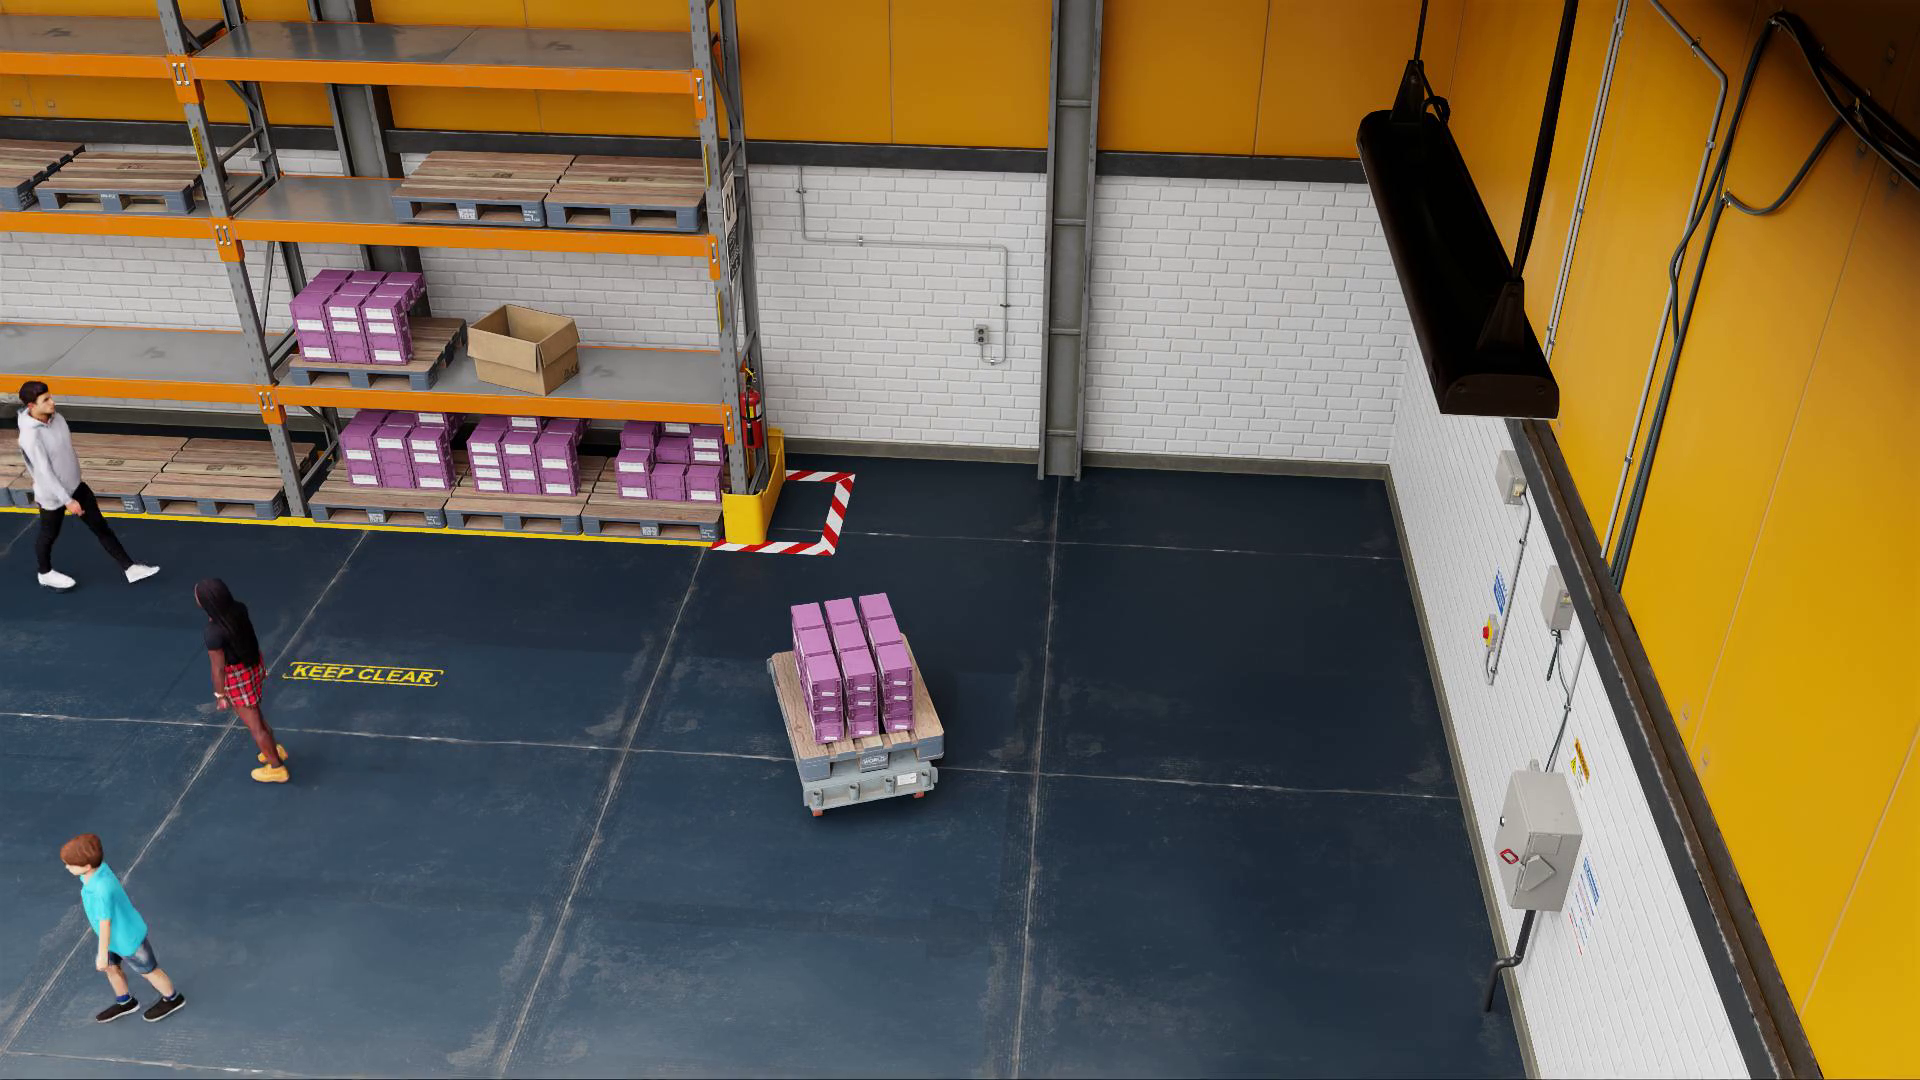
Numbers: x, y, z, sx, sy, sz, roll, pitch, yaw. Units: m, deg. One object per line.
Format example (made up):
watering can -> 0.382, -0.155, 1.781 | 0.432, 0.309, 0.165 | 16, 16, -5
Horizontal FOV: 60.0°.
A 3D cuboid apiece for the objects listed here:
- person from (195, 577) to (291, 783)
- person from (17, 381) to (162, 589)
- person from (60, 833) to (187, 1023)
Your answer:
person -> -4.834, 0.974, 11.411 | 0.577, 1.718, 0.604 | 2, 34, 3
person -> -7.296, -0.383, 13.310 | 1.222, 1.875, 0.684 | 4, 34, 6
person -> -4.845, 2.252, 9.744 | 0.814, 1.433, 0.749 | -24, 40, -31
